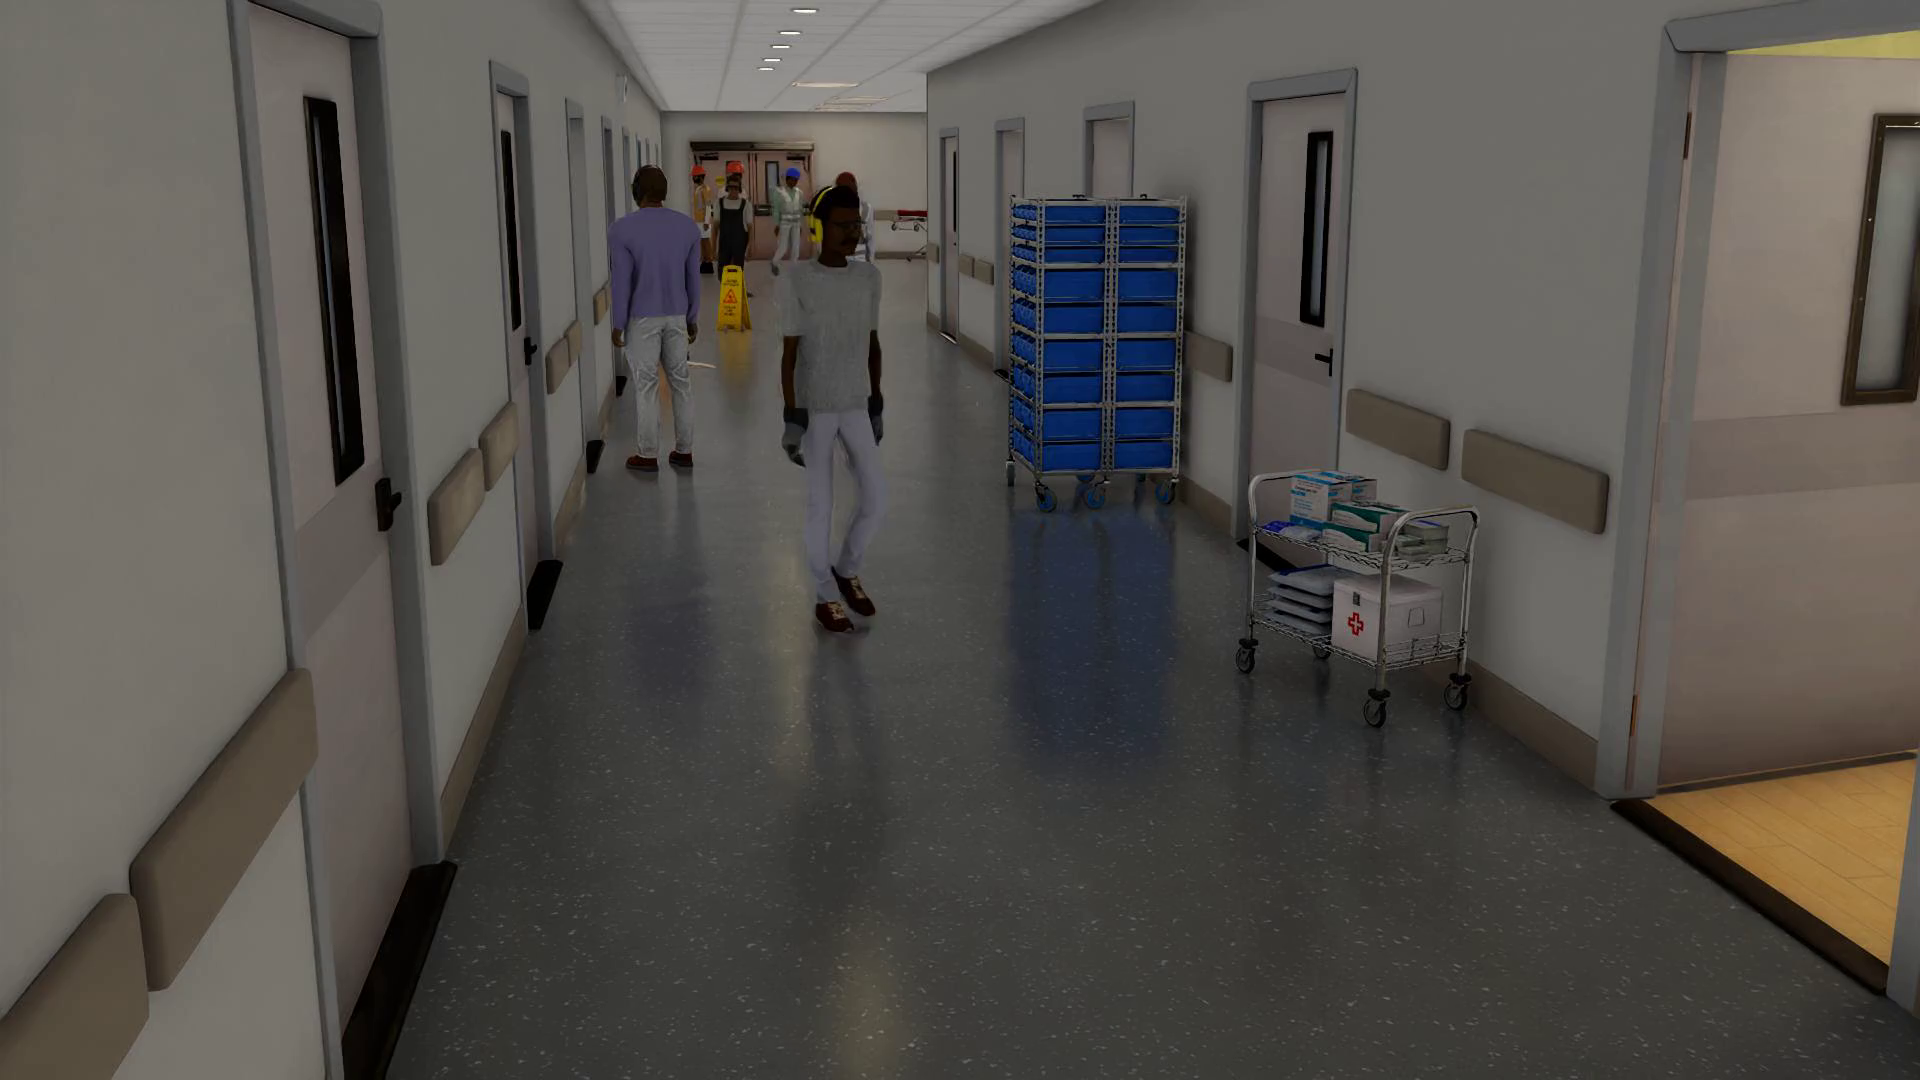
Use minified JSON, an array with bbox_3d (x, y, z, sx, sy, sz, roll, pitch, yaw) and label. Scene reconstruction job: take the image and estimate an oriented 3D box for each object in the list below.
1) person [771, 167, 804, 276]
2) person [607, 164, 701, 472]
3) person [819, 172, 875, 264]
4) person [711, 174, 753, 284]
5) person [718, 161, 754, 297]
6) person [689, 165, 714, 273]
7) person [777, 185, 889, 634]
[{"bbox_3d":[-2.932,-5.324,28.099,0.620,1.905,0.711,-9,16,-35],"label":"person"},{"bbox_3d":[-1.941,-1.404,10.611,0.630,1.940,0.371,-10,16,-37],"label":"person"},{"bbox_3d":[-1.171,-2.869,17.273,0.585,1.870,0.427,-2,13,-9],"label":"person"},{"bbox_3d":[-2.911,-3.746,21.264,0.543,1.823,0.631,0,13,1],"label":"person"},{"bbox_3d":[-3.303,-4.553,24.466,0.376,1.997,0.612,7,14,27],"label":"person"},{"bbox_3d":[-4.693,-5.807,30.167,0.377,1.936,0.549,-6,14,-26],"label":"person"},{"bbox_3d":[-0.521,-0.522,6.879,0.534,1.853,0.392,-7,15,-30],"label":"person"}]
